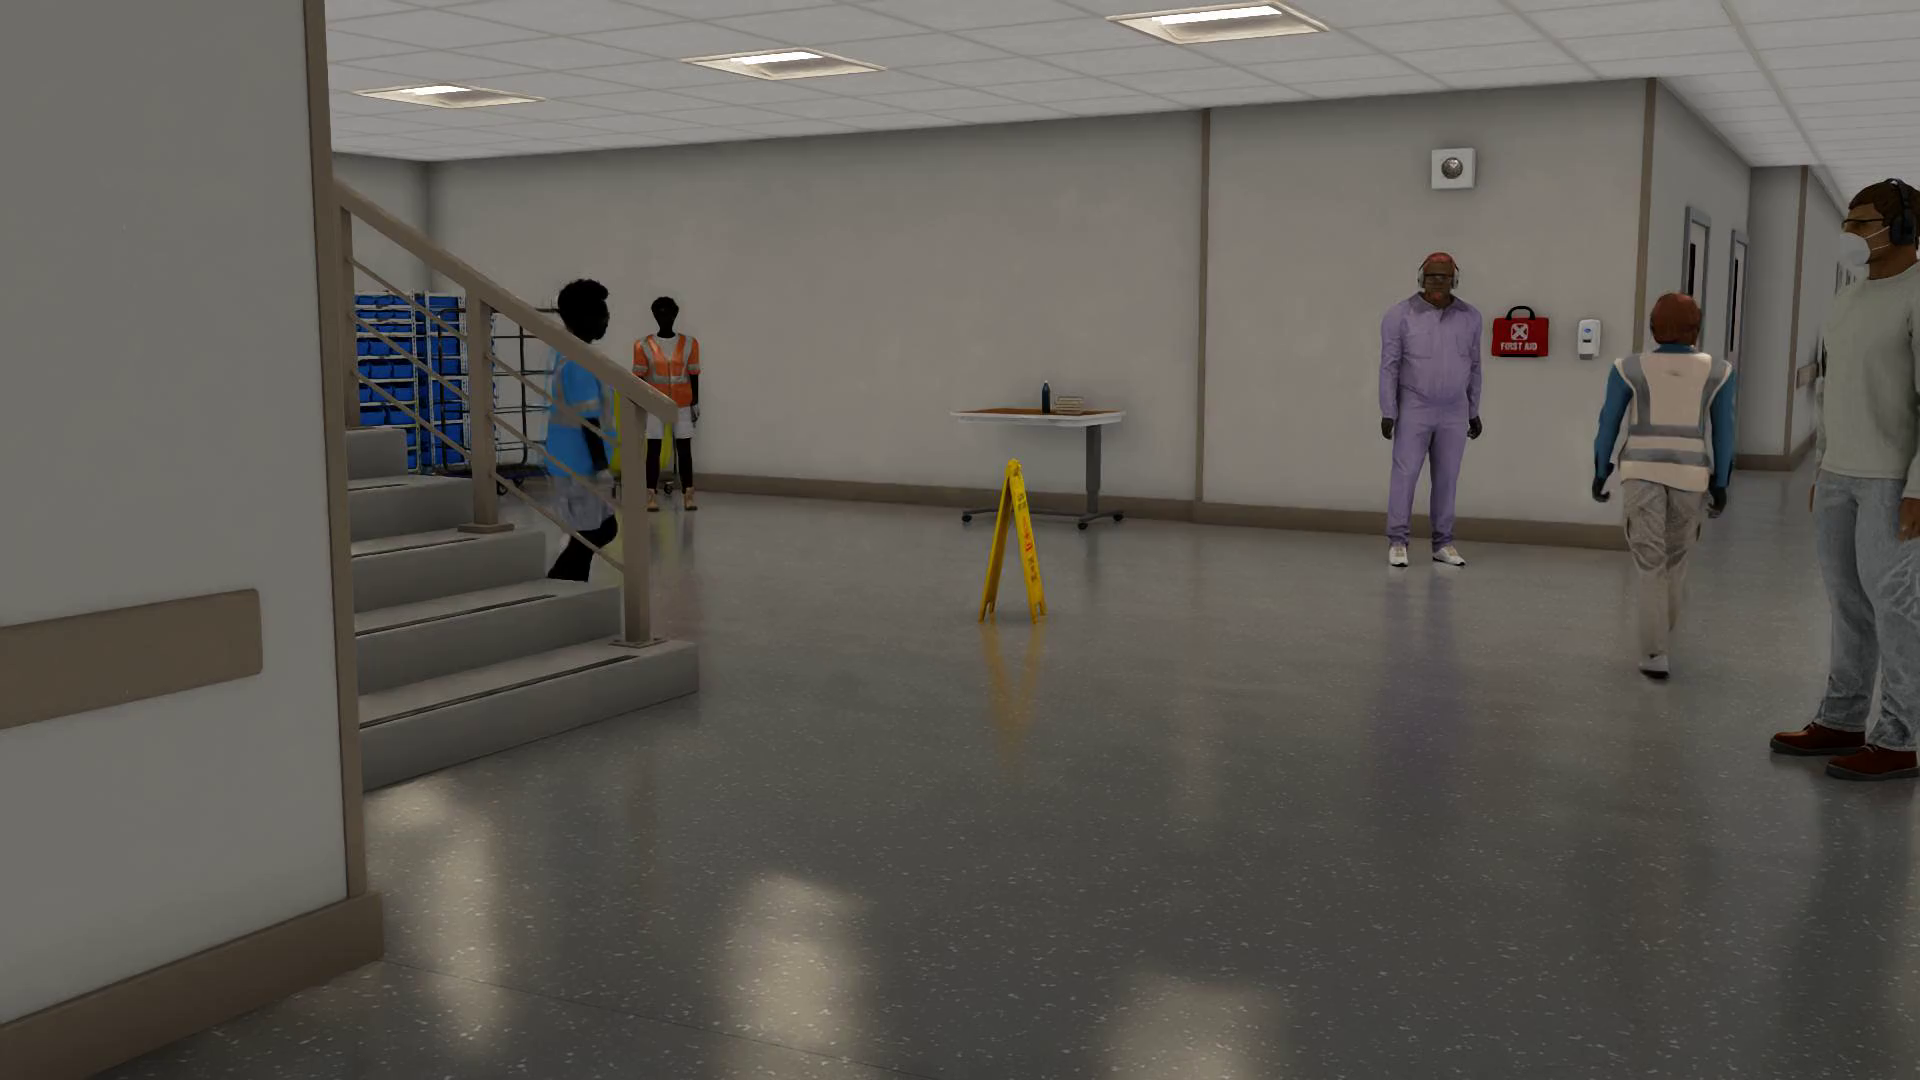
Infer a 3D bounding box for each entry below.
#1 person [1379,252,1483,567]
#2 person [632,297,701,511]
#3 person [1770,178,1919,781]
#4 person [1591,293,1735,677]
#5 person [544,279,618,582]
[{"bbox_3d":[2.872,-0.784,10.105,0.652,1.904,0.403,-1,7,-6],"label":"person"},{"bbox_3d":[-2.298,-1.059,13.058,0.536,1.689,0.324,-2,8,-16],"label":"person"},{"bbox_3d":[2.981,-0.193,5.428,0.367,1.939,0.634,0,7,-3],"label":"person"},{"bbox_3d":[3.003,-0.250,7.147,0.531,1.594,0.847,2,8,12],"label":"person"},{"bbox_3d":[-1.715,-0.327,7.464,0.391,1.675,0.521,-2,8,-11],"label":"person"}]
